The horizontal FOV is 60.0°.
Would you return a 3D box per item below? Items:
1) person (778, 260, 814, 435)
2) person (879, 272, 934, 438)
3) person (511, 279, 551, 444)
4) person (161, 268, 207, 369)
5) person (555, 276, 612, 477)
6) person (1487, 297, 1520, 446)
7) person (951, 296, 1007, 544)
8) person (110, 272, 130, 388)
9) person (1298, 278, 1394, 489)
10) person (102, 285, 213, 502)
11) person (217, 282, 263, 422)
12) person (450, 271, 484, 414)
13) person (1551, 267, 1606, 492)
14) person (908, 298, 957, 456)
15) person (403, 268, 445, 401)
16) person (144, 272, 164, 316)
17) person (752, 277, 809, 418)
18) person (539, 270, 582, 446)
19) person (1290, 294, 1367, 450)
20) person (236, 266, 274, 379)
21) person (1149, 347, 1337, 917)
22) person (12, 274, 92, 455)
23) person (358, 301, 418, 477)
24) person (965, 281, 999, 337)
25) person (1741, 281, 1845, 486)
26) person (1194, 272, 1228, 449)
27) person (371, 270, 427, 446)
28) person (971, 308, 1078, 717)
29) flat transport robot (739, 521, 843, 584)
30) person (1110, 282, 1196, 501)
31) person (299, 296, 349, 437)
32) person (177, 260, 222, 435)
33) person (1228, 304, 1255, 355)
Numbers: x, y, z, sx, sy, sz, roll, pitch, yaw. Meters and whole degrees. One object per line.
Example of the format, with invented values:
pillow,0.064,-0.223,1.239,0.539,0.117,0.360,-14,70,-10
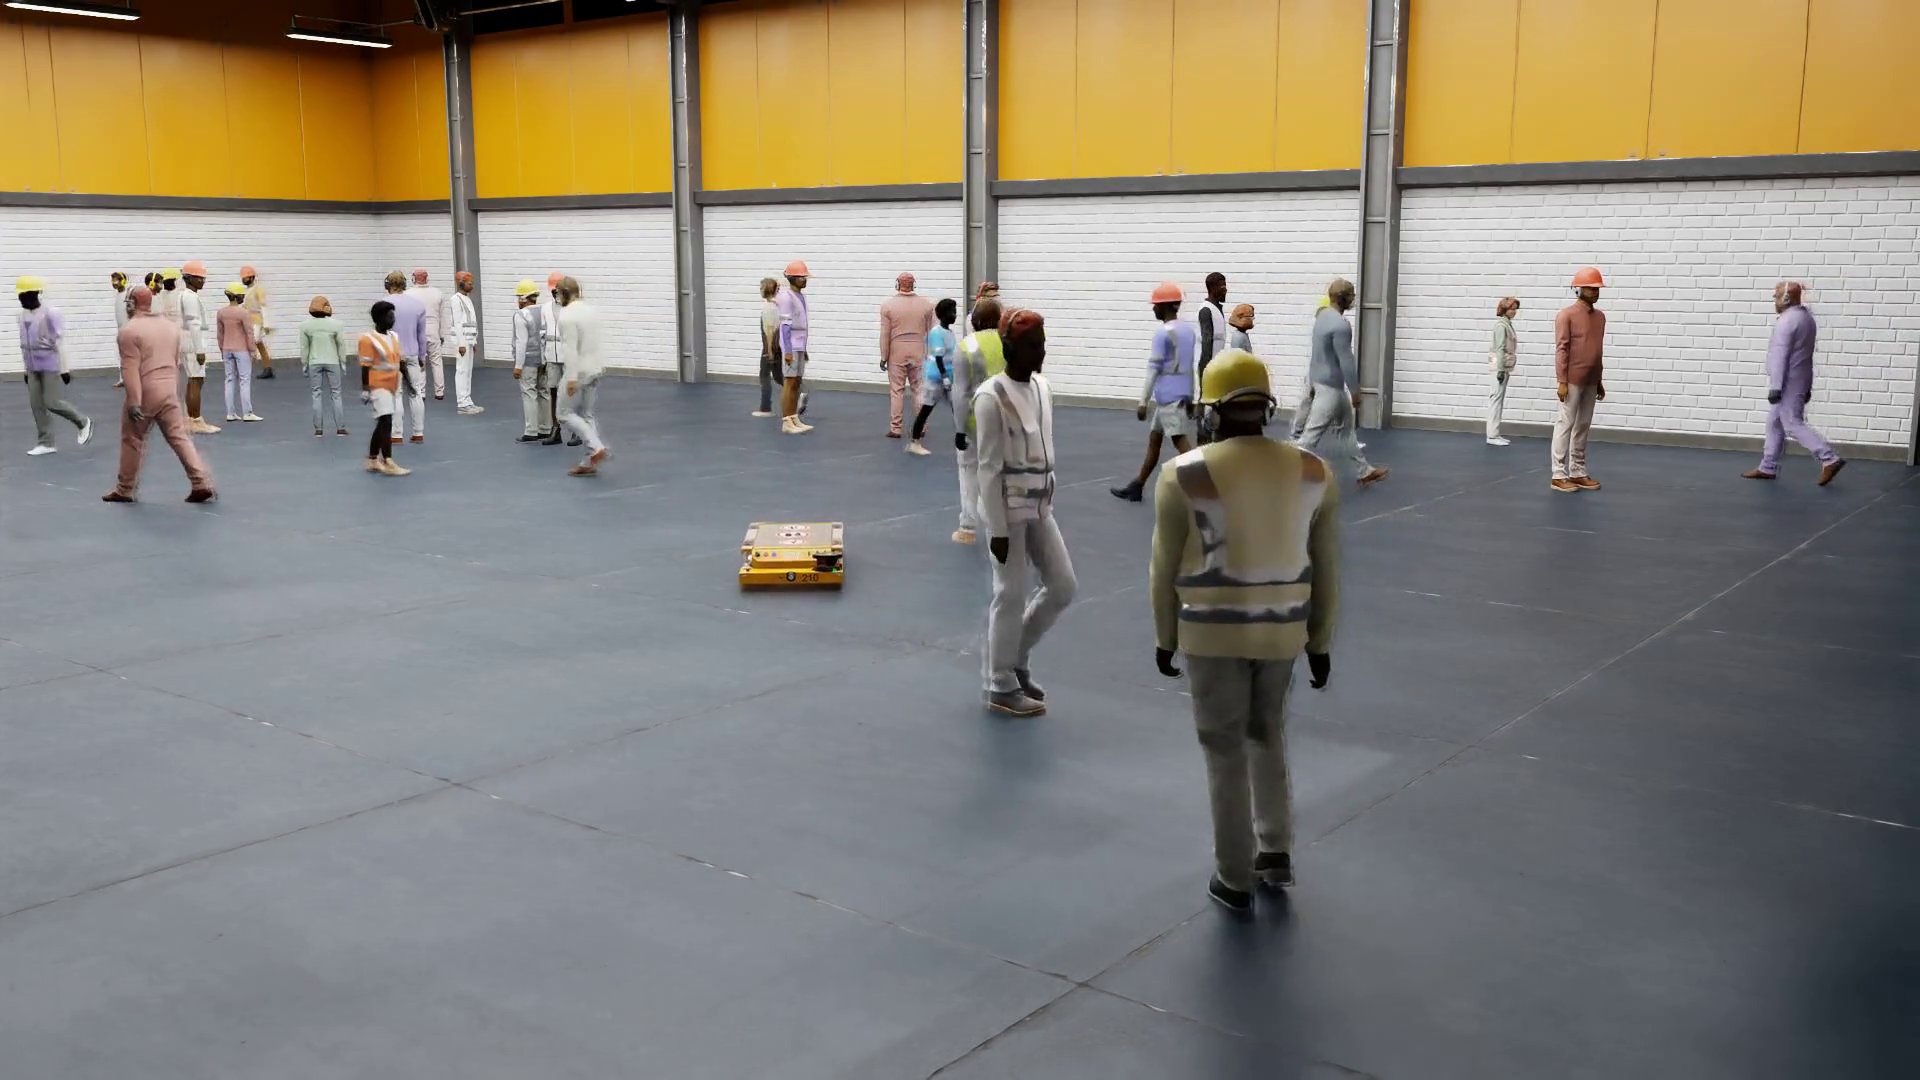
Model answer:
person,-1.922,-2.271,19.613,0.393,2.044,0.609,3,10,15
person,-0.622,-2.124,19.161,0.651,1.907,0.409,-3,10,-18
person,-4.801,-1.991,18.603,0.404,1.828,0.601,4,10,21
person,-12.863,-3.524,27.354,0.595,1.898,0.859,7,12,36
person,-3.573,-1.527,15.699,0.521,1.904,0.675,2,10,11
person,6.016,-1.869,18.460,0.315,1.636,0.515,4,11,24
person,0.240,-0.831,11.913,0.633,1.820,0.797,-6,11,-31
person,-13.229,-3.357,26.536,0.526,1.846,0.701,7,12,34
person,3.387,-1.349,14.689,1.012,1.884,0.659,0,10,-1
person,-6.826,-1.224,14.085,1.001,1.863,0.666,3,10,17
person,-9.126,-2.377,21.044,0.532,1.767,0.328,3,10,18
person,-6.567,-2.617,22.097,0.355,1.884,0.575,-1,10,-3
person,5.550,-1.433,14.882,0.612,1.995,0.376,-7,12,-34
person,-0.140,-1.677,17.282,0.895,1.645,0.540,5,11,25
person,-7.765,-2.965,24.057,0.641,1.910,0.401,-8,13,-39
person,-11.095,-2.752,22.940,0.331,1.864,0.526,-5,11,-26
person,-2.340,-2.473,21.439,0.706,1.824,0.528,4,11,22
person,-4.394,-1.999,18.355,0.543,1.933,0.363,2,10,14
person,3.903,-1.774,17.750,0.489,1.694,0.913,-8,12,-37
person,-11.955,-3.620,27.873,0.575,1.900,0.902,8,13,39
person,0.887,0.295,5.349,0.590,1.810,0.470,-2,10,-14
person,-9.638,-1.855,17.609,0.613,1.901,0.665,4,11,22
person,-5.507,-1.445,15.922,0.589,1.670,0.549,2,10,13
person,0.217,-1.608,16.331,0.374,1.843,0.568,5,11,26
person,7.734,-1.444,15.319,0.862,1.875,0.647,8,13,39
person,2.679,-1.893,17.779,0.389,1.919,0.592,3,10,17
person,-6.192,-2.009,18.394,0.364,1.939,0.636,9,13,42
person,0.293,-0.111,7.548,0.426,1.867,0.599,6,12,32
flat transport robot,-1.111,0.068,11.151,0.652,0.197,1.431,-1,10,-4
person,1.732,-1.213,13.932,1.017,1.882,0.566,6,12,32
person,-7.379,-2.011,19.300,0.500,1.632,0.286,-2,10,-11
person,-8.969,-2.258,19.565,0.393,2.036,0.605,-6,11,-31
person,2.738,-1.479,16.195,0.280,1.634,0.498,2,10,9
